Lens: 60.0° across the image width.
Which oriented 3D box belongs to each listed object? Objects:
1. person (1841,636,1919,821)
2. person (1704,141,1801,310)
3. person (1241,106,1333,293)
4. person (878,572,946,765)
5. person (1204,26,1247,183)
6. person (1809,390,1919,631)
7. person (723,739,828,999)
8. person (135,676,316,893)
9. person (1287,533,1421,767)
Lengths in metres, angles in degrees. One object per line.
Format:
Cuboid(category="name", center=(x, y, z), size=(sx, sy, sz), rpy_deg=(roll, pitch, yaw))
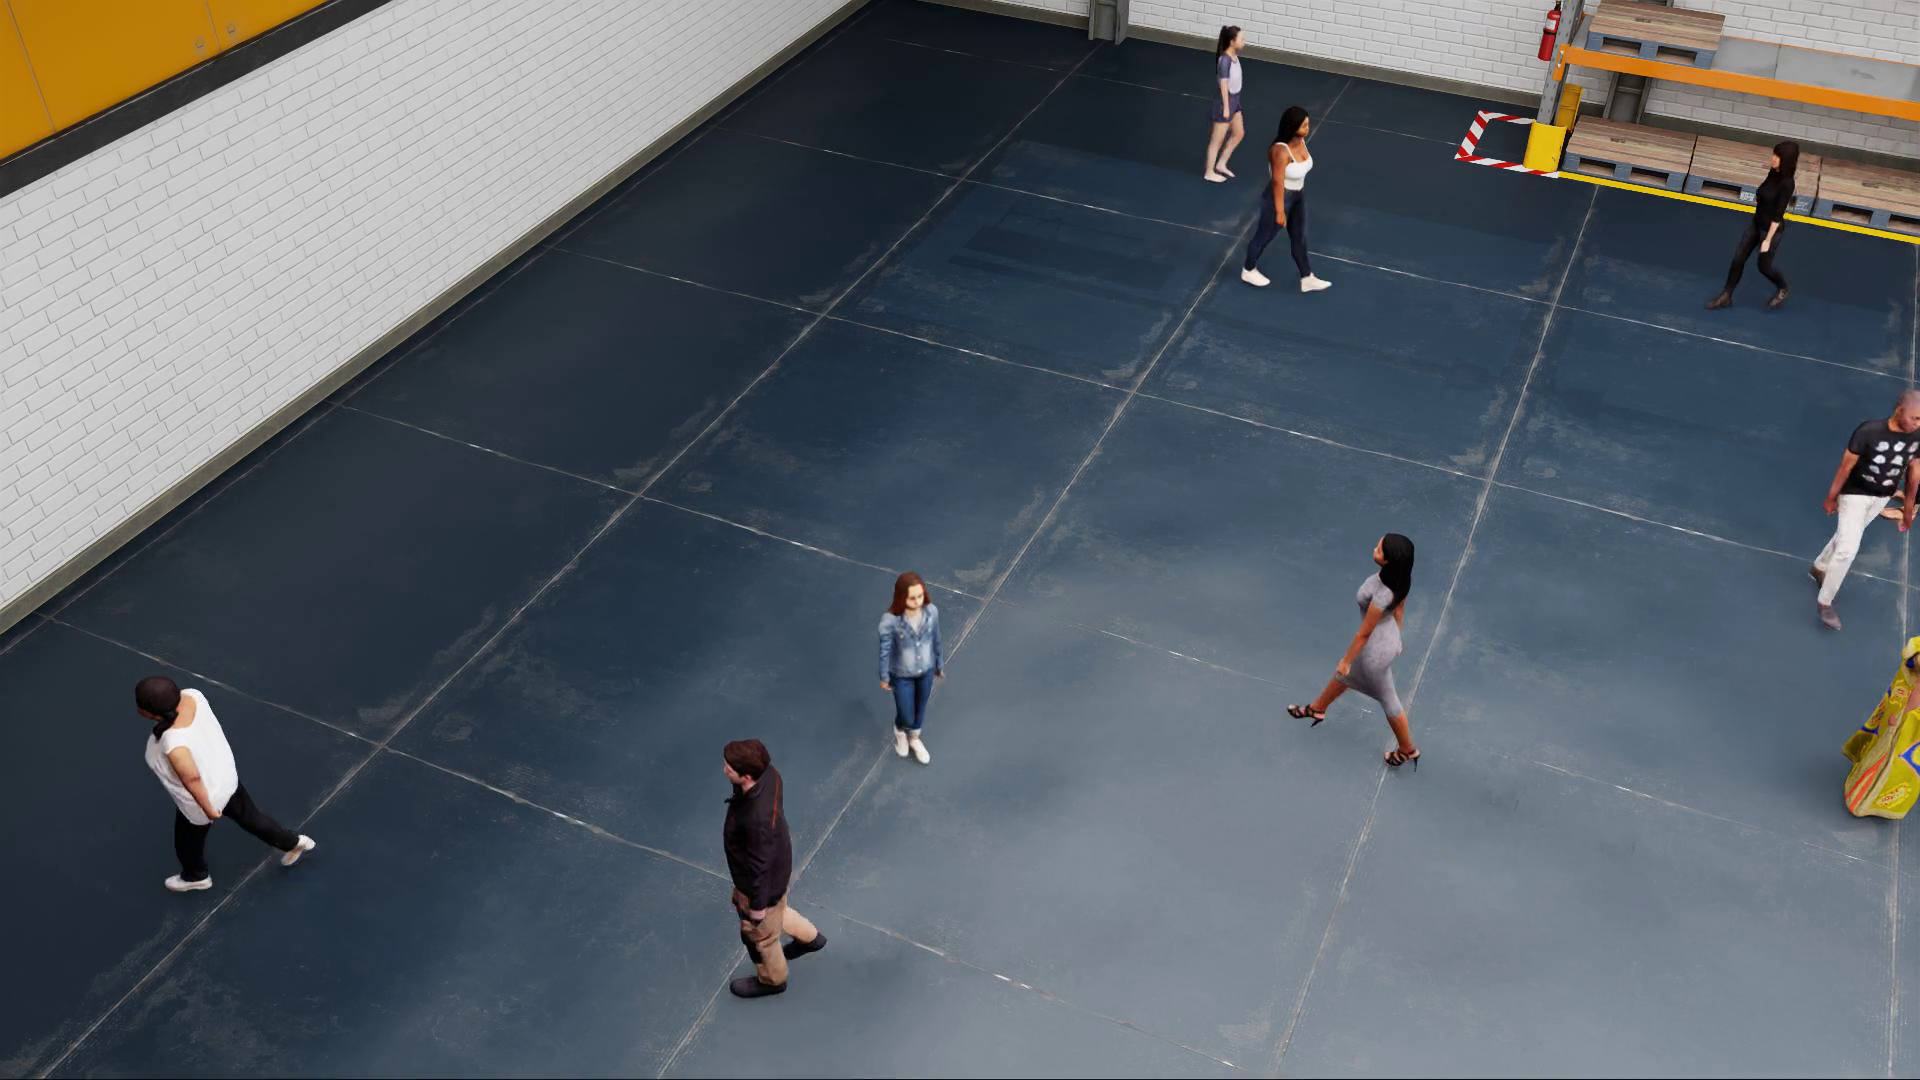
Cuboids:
Cuboid(category="person", center=(5.771, 0.978, 10.002), size=(0.975, 1.657, 0.953), rpy_deg=(-30, 48, -32))
Cuboid(category="person", center=(7.193, -2.736, 14.679), size=(1.058, 1.624, 0.907), rpy_deg=(-6, 39, -7))
Cuboid(category="person", center=(2.810, -3.062, 14.966), size=(1.137, 1.776, 0.827), rpy_deg=(26, 45, 29))
Cuboid(category="person", center=(-0.338, 0.766, 10.417), size=(0.678, 1.472, 0.711), rpy_deg=(-19, 42, -22))
Cuboid(category="person", center=(2.587, -4.379, 16.725), size=(0.560, 1.639, 0.610), rpy_deg=(14, 41, 17))
Cuboid(category="person", center=(6.257, -0.349, 11.569), size=(1.013, 1.776, 0.974), rpy_deg=(-2, 39, -2))
Cuboid(category="person", center=(-0.973, 1.761, 8.817), size=(0.969, 1.913, 0.902), rpy_deg=(-6, 39, -7))
Cuboid(category="person", center=(-4.265, 1.382, 9.497), size=(1.194, 1.657, 0.961), rpy_deg=(-1, 39, -1))
Cuboid(category="person", center=(2.647, 0.738, 10.248), size=(1.125, 1.726, 0.640), rpy_deg=(19, 42, 22))
